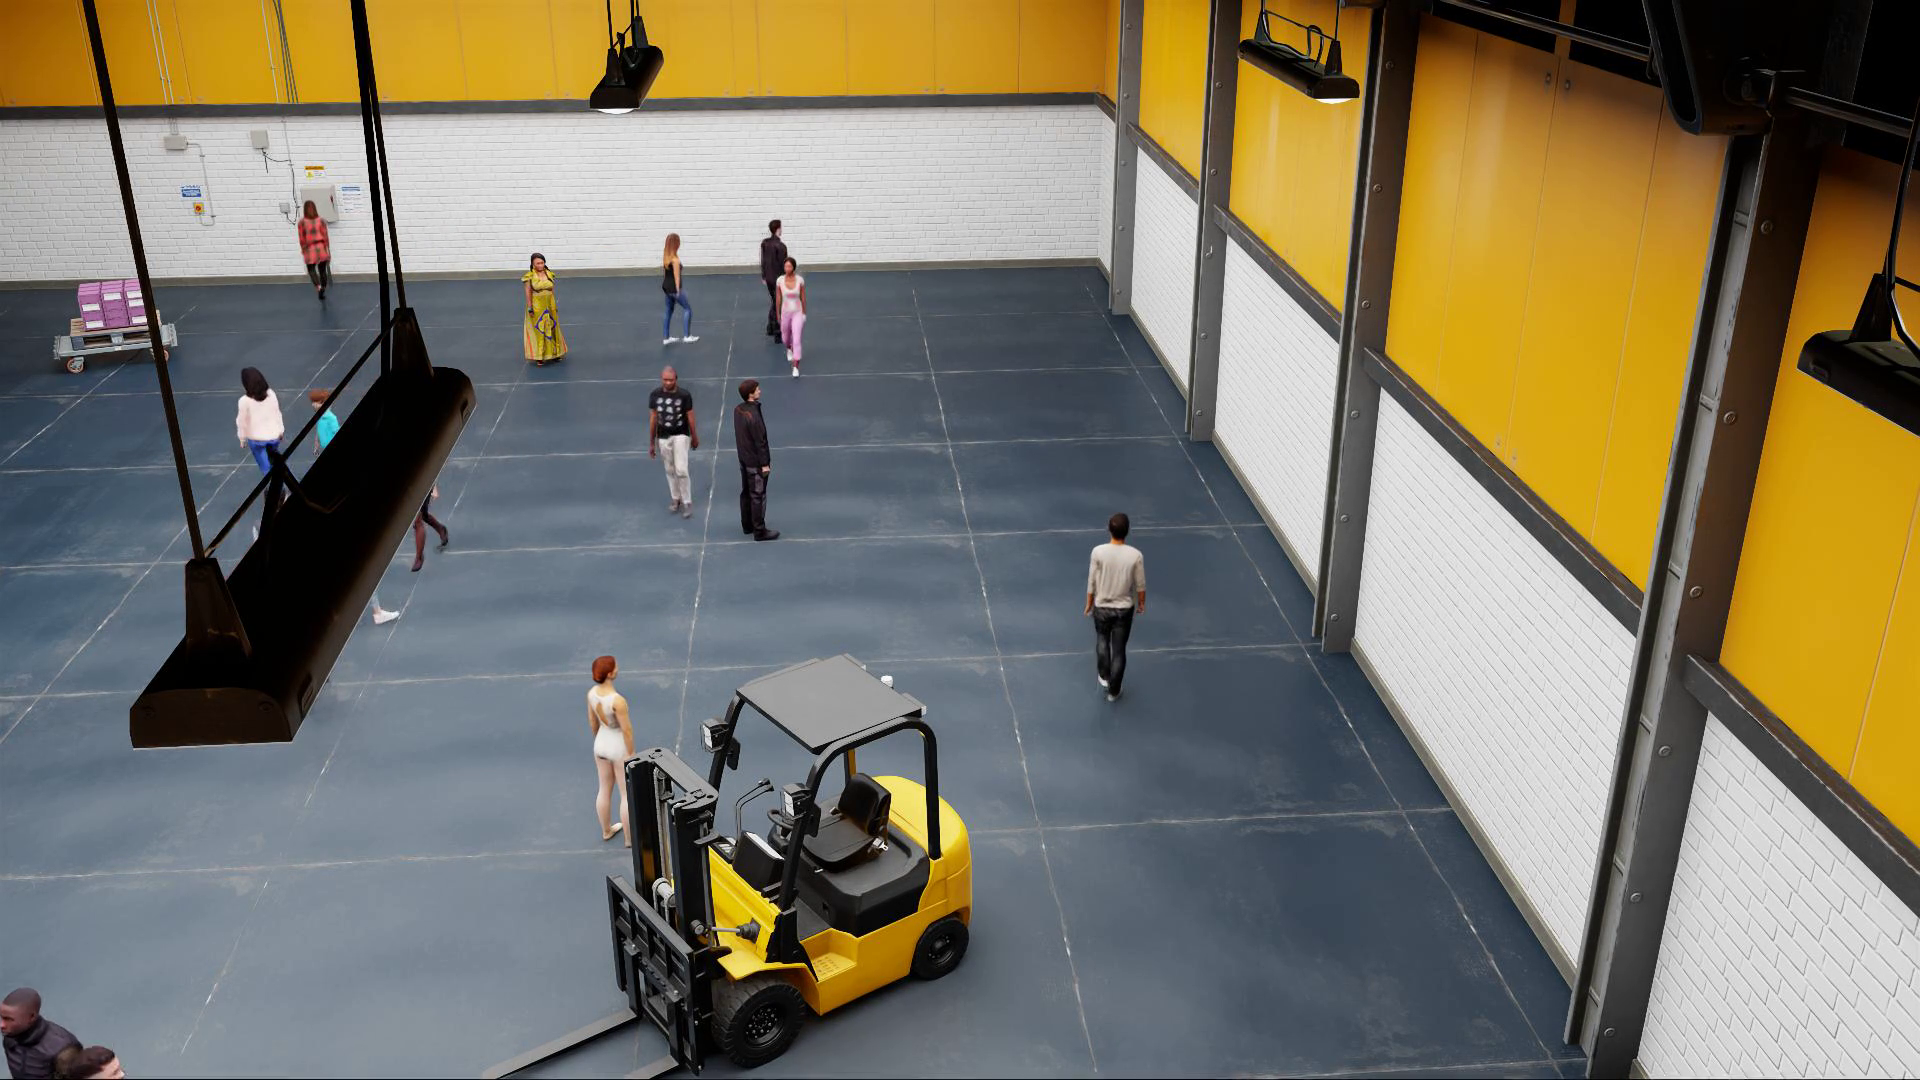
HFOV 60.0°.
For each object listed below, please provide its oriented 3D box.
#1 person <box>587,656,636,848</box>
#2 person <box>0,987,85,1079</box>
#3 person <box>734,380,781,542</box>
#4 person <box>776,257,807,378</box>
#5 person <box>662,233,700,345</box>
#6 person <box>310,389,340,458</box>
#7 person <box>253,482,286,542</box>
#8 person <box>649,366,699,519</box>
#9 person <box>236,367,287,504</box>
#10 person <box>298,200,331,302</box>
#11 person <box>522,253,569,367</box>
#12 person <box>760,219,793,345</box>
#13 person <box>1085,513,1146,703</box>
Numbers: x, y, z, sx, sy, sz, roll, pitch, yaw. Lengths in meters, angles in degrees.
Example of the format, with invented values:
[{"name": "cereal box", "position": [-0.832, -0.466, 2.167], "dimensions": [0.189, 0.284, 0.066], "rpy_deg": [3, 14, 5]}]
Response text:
[{"name": "person", "position": [-2.700, 1.637, 12.950], "dimensions": [0.616, 1.644, 0.648], "rpy_deg": [14, 27, 28]}, {"name": "person", "position": [-4.885, 3.183, 9.221], "dimensions": [0.974, 1.799, 1.159], "rpy_deg": [8, 25, 18]}, {"name": "person", "position": [-2.309, -0.900, 18.511], "dimensions": [0.856, 1.839, 0.702], "rpy_deg": [-15, 28, -30]}, {"name": "person", "position": [-2.424, -3.254, 24.041], "dimensions": [0.589, 1.724, 0.991], "rpy_deg": [-1, 24, -3]}, {"name": "person", "position": [-4.428, -3.790, 25.295], "dimensions": [0.859, 1.700, 0.815], "rpy_deg": [-22, 32, -40]}, {"name": "person", "position": [-7.258, -1.078, 19.435], "dimensions": [0.815, 1.423, 0.864], "rpy_deg": [19, 30, 36]}, {"name": "person", "position": [-6.290, 0.371, 15.621], "dimensions": [0.922, 1.825, 1.142], "rpy_deg": [-12, 26, -26]}, {"name": "person", "position": [-3.292, -1.190, 19.244], "dimensions": [0.737, 1.783, 0.822], "rpy_deg": [3, 24, 7]}, {"name": "person", "position": [-7.973, -1.130, 19.134], "dimensions": [0.811, 1.761, 0.762], "rpy_deg": [21, 31, 39]}, {"name": "person", "position": [-10.658, -4.745, 27.495], "dimensions": [0.809, 1.688, 0.981], "rpy_deg": [-11, 26, -24]}, {"name": "person", "position": [-6.159, -3.422, 24.504], "dimensions": [1.042, 1.660, 0.997], "rpy_deg": [21, 31, 39]}, {"name": "person", "position": [-2.844, -3.922, 25.349], "dimensions": [0.859, 1.898, 0.776], "rpy_deg": [-21, 31, -39]}, {"name": "person", "position": [1.392, 0.639, 15.037], "dimensions": [0.784, 1.801, 0.800], "rpy_deg": [4, 24, 10]}]
